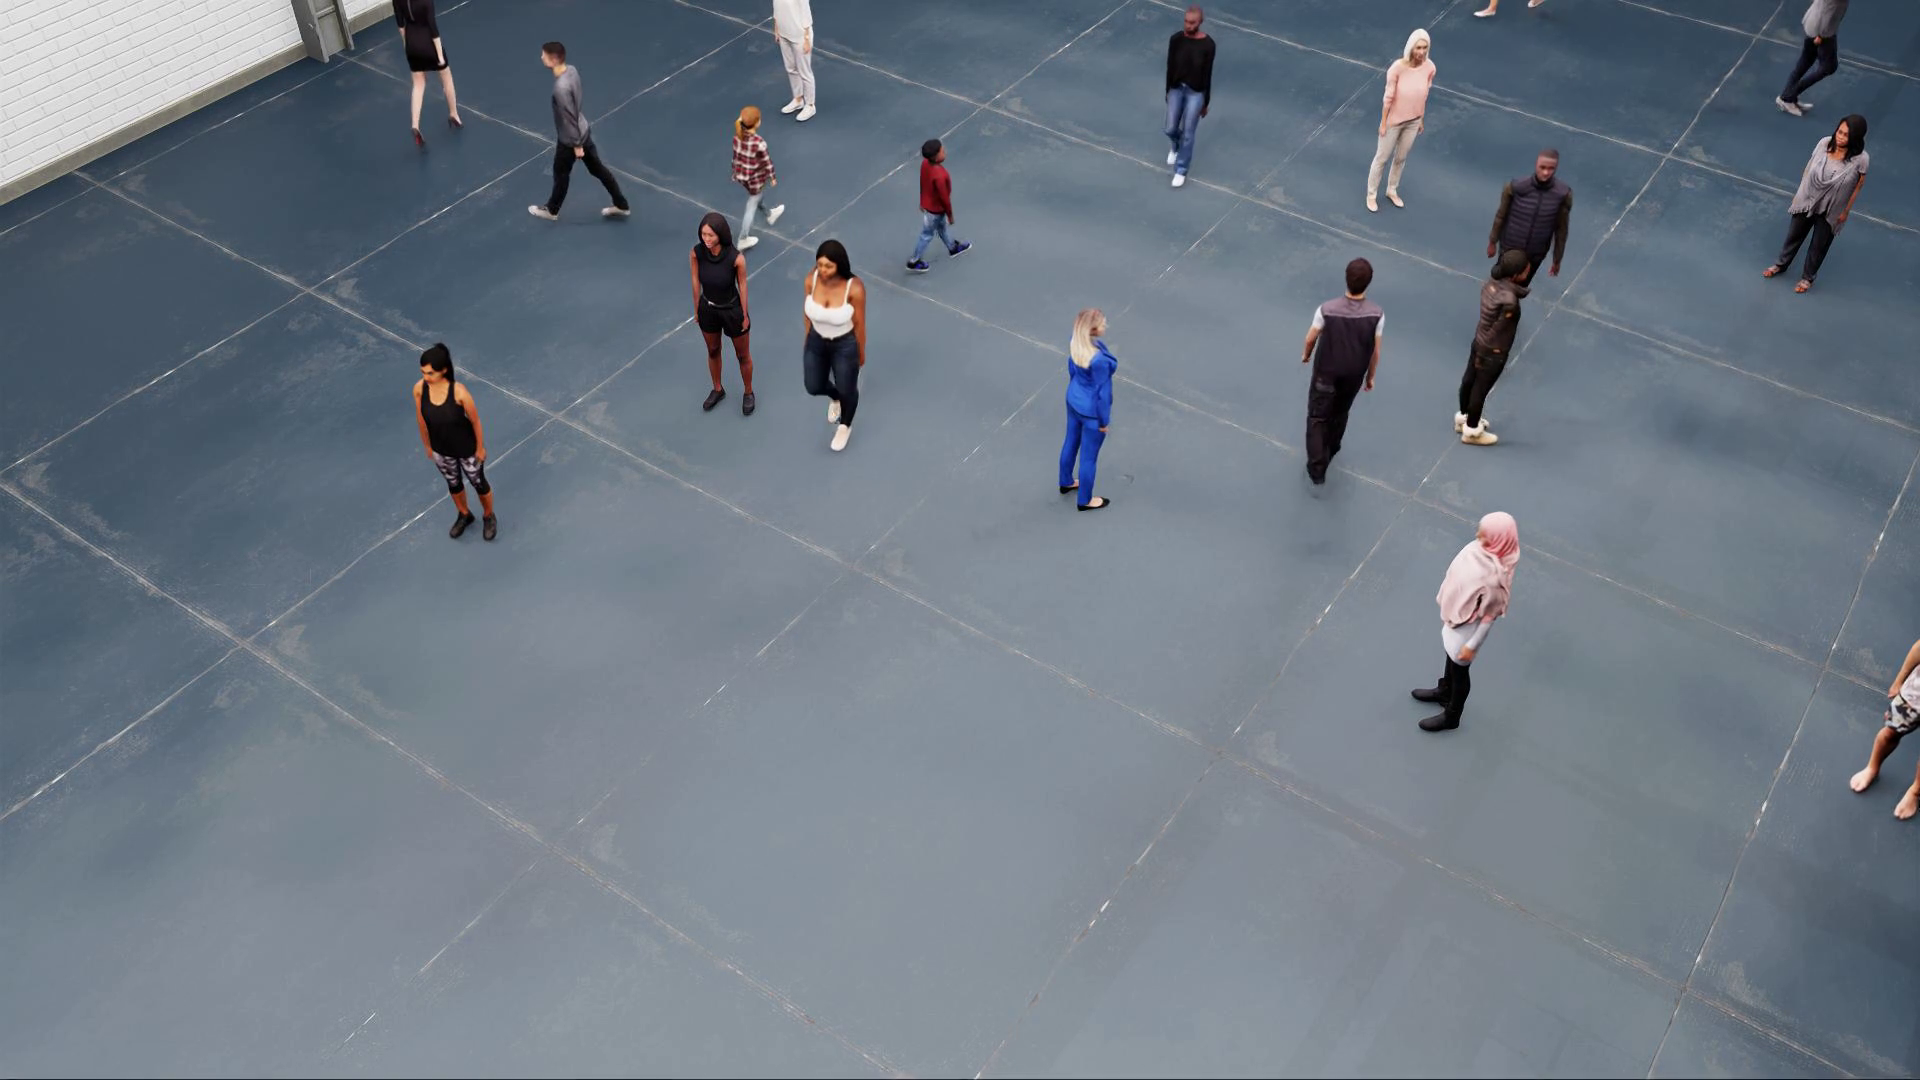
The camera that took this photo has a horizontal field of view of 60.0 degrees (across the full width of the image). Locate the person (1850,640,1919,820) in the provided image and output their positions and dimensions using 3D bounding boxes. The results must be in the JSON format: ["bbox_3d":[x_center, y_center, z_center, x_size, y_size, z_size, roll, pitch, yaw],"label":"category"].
[{"bbox_3d":[5.842,0.914,9.890,0.645,1.807,0.726,-32,52,-29],"label":"person"}]

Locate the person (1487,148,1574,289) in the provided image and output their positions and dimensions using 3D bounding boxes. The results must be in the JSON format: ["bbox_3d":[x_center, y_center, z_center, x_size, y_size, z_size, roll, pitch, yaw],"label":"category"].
[{"bbox_3d":[4.521,-2.365,13.329,0.938,1.809,1.085,7,44,8],"label":"person"}]

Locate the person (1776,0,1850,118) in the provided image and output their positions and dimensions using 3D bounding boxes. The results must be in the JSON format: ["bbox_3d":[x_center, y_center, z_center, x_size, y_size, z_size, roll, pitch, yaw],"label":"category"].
[{"bbox_3d":[8.237,-4.971,16.028,0.871,1.860,0.764,6,44,7],"label":"person"}]

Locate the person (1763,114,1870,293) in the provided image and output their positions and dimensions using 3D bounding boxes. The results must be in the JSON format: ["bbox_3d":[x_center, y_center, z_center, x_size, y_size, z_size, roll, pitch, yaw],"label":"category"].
[{"bbox_3d":[7.275,-2.859,13.993,0.726,1.609,0.697,-31,51,-28],"label":"person"}]

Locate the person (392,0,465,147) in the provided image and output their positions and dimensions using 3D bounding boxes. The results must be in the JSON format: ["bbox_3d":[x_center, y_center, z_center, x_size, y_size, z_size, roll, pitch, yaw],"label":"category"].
[{"bbox_3d":[-5.087,-4.541,15.632,0.819,1.785,1.044,10,44,10],"label":"person"}]

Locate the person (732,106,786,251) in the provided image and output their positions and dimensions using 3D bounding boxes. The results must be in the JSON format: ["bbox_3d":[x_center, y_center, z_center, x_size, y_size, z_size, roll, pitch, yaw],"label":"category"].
[{"bbox_3d":[-1.859,-3.141,14.538,0.567,1.266,0.917,30,51,27],"label":"person"}]

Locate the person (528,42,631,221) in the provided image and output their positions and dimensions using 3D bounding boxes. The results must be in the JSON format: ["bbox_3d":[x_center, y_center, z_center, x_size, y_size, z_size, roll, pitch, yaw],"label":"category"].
[{"bbox_3d":[-3.310,-3.545,14.639,1.105,1.712,1.179,2,44,2],"label":"person"}]

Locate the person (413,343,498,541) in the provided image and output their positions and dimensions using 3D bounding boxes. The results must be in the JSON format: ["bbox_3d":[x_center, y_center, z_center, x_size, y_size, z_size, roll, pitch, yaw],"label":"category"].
[{"bbox_3d":[-3.538,-0.688,11.674,0.660,1.665,0.658,5,44,5],"label":"person"}]

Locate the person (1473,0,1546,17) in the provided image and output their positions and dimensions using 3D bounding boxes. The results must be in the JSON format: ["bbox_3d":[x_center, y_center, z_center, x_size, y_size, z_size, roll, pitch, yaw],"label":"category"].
[{"bbox_3d":[5.960,-6.303,17.557,1.043,1.681,1.001,-3,44,-3],"label":"person"}]

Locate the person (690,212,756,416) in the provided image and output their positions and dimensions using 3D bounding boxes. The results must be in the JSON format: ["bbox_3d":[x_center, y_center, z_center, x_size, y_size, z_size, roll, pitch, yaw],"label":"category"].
[{"bbox_3d":[-1.810,-1.730,12.713,0.663,1.741,0.649,8,44,8],"label":"person"}]

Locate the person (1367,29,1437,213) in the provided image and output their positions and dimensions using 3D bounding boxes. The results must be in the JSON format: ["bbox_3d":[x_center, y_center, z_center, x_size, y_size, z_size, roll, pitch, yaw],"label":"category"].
[{"bbox_3d":[3.949,-3.762,14.857,0.663,1.725,0.732,-9,44,-9],"label":"person"}]

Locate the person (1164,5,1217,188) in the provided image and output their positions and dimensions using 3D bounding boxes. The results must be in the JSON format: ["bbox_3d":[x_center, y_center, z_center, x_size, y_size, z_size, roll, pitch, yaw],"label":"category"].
[{"bbox_3d":[2.112,-4.112,15.217,0.692,1.737,0.811,15,46,15],"label":"person"}]

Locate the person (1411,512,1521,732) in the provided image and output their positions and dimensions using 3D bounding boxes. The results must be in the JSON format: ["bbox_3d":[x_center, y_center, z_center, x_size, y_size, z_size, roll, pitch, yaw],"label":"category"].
[{"bbox_3d":[3.161,0.501,10.326,0.795,1.804,0.700,3,44,3],"label":"person"}]

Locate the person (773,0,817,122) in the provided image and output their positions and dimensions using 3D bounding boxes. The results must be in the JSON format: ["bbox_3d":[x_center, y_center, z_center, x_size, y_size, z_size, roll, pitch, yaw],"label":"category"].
[{"bbox_3d":[-1.590,-4.907,16.086,0.599,1.688,0.548,28,50,26],"label":"person"}]

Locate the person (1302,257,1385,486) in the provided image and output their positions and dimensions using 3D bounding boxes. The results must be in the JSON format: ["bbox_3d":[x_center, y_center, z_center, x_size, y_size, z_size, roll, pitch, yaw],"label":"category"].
[{"bbox_3d":[2.749,-1.175,12.065,0.907,1.831,1.003,4,44,5],"label":"person"}]

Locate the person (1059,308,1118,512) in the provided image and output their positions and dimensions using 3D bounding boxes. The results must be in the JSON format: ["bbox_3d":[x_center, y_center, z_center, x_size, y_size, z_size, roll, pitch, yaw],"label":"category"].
[{"bbox_3d":[0.904,-0.940,11.914,0.699,1.699,0.698,-19,47,-19],"label":"person"}]

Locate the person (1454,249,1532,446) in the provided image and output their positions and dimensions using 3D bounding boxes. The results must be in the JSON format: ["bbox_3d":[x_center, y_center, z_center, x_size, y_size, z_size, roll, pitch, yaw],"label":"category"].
[{"bbox_3d":[4.016,-1.455,12.483,0.731,1.660,0.667,34,53,30],"label":"person"}]

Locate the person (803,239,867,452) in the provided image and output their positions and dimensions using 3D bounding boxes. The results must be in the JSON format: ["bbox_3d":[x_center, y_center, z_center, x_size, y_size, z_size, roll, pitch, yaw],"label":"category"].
[{"bbox_3d":[-0.903,-1.513,12.442,0.746,1.801,0.820,15,46,15],"label":"person"}]

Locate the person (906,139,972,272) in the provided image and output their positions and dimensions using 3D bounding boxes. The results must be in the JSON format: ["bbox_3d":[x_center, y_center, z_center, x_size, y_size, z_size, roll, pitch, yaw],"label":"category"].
[{"bbox_3d":[-0.274,-2.844,14.253,0.947,1.229,0.785,-17,46,-17],"label":"person"}]
